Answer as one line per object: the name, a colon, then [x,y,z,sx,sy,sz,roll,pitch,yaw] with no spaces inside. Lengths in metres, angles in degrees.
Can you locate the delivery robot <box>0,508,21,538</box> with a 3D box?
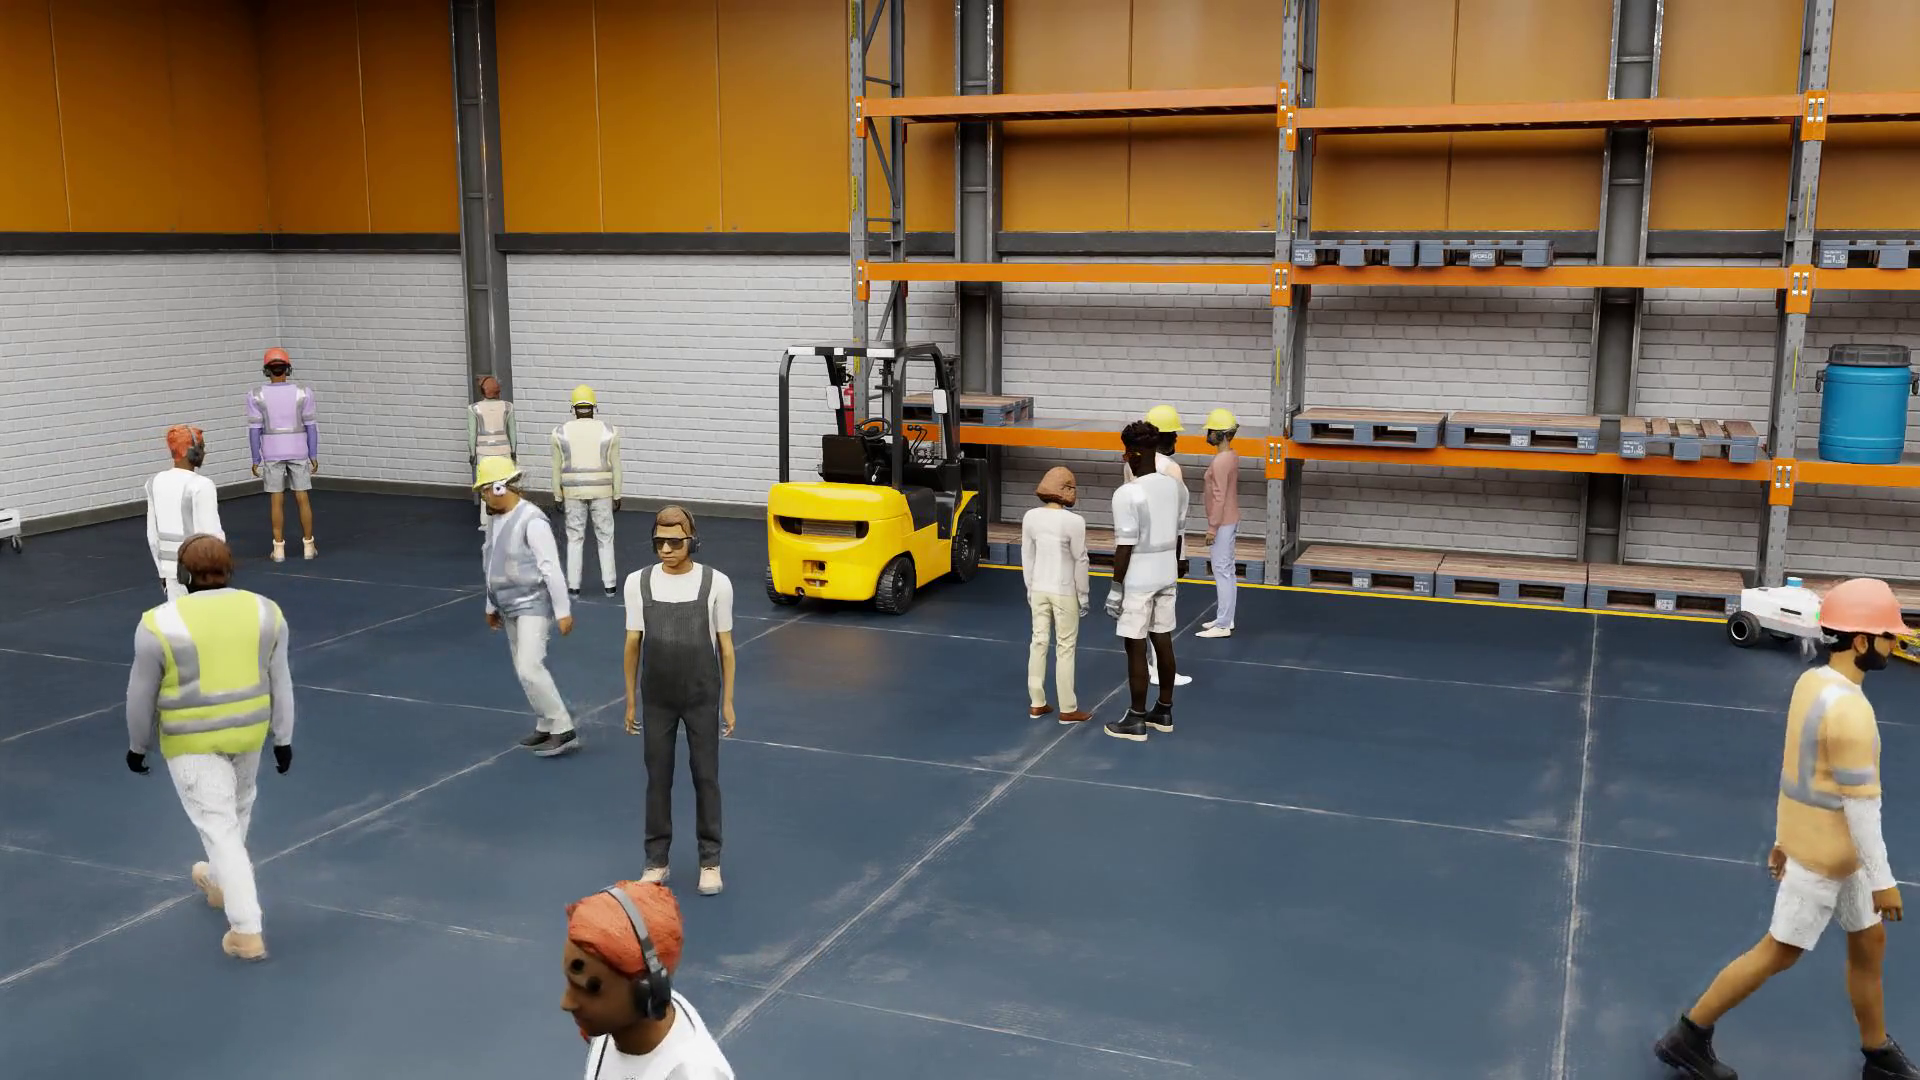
delivery robot: [-9.428,-0.149,16.029,0.477,0.478,0.707,2,10,9]

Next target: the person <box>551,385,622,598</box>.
person: [-3.185,-0.410,14.226,0.591,1.824,0.404,-2,10,-11]

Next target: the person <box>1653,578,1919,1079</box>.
person: [3.008,1.060,5.855,0.995,1.896,0.547,4,11,20]

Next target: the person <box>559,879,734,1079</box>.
person: [-0.597,1.533,3.240,0.404,1.874,0.588,-5,11,-25]

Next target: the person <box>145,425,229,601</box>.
person: [-4.906,0.203,10.623,0.585,1.882,0.337,5,11,24]

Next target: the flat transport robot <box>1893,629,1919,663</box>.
flat transport robot: [7.157,0.830,11.628,0.652,0.197,1.431,-2,10,-10]

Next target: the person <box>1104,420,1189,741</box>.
person: [1.125,0.247,10.170,0.603,1.959,0.372,-9,14,-42]

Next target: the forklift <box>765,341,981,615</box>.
forklift: [-0.739,-0.602,14.246,1.214,2.155,2.313,4,11,21]

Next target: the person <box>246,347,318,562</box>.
person: [-6.437,-0.811,15.843,0.605,2.041,0.383,-5,11,-25]

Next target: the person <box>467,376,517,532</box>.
person: [-4.889,-0.897,17.419,0.515,1.645,0.308,-6,12,-28]

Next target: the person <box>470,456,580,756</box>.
person: [-2.595,0.388,9.854,0.499,1.790,0.616,-8,13,-39]

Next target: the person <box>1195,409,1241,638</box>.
person: [1.993,-0.127,12.793,0.310,1.769,0.525,3,11,18]

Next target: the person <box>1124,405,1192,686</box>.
person: [1.355,0.037,11.424,0.370,1.929,0.585,-6,12,-30]

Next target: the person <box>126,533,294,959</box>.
person: [-3.267,0.860,7.241,0.976,1.792,0.627,9,13,40]

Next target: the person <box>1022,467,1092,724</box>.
person: [0.611,0.346,10.527,0.497,1.633,0.287,8,13,39]

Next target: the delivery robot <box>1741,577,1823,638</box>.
delivery robot: [6.158,0.519,12.306,0.477,0.478,0.707,-5,11,-24]

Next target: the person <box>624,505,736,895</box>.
person: [-1.298,0.744,7.723,0.517,1.843,0.326,0,10,-1]
